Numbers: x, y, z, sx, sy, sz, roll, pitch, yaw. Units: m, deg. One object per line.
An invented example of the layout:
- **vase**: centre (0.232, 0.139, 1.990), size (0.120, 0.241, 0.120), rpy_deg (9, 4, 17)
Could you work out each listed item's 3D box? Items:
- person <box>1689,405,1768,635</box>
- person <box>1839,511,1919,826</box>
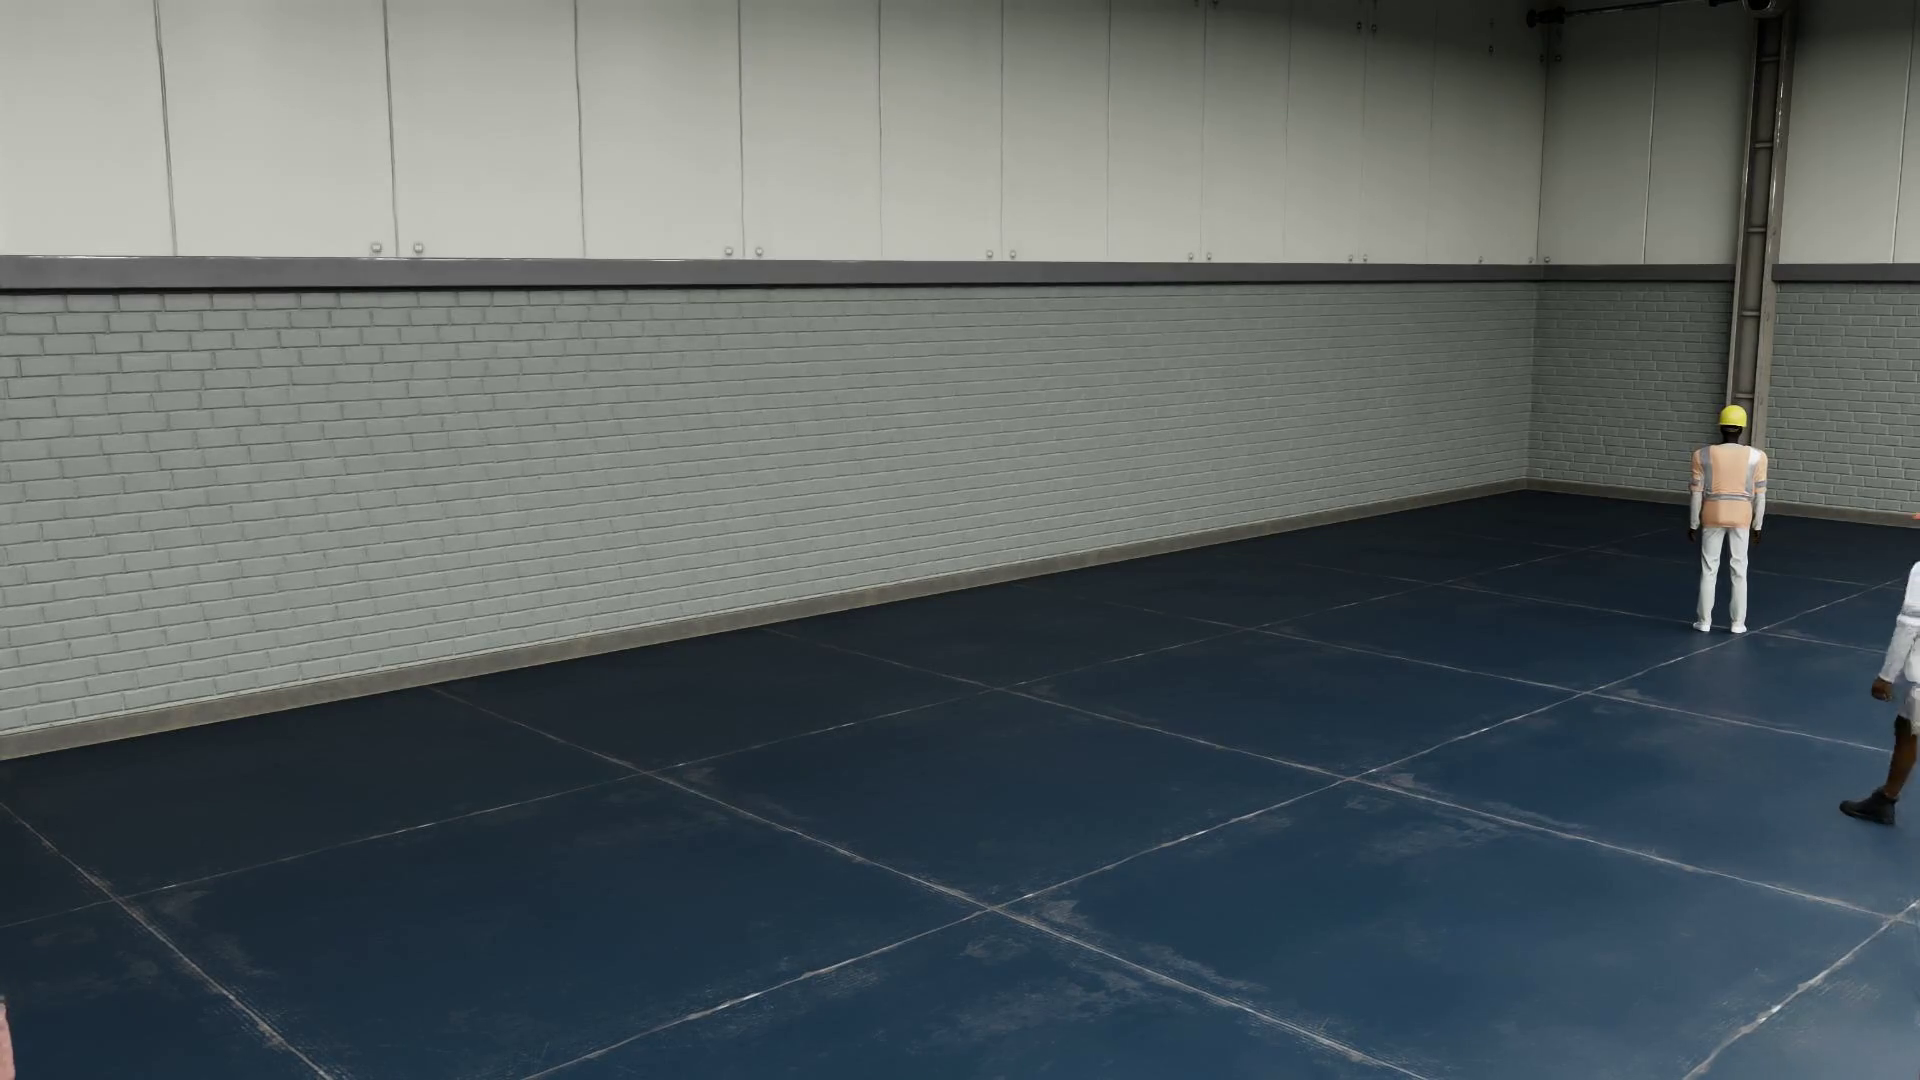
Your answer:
- **person**: centre (6.414, -0.164, 13.935), size (0.585, 1.927, 0.366), rpy_deg (3, 10, 20)
- **person**: centre (5.197, 0.680, 8.785), size (0.542, 1.906, 0.948), rpy_deg (-6, 11, -32)
